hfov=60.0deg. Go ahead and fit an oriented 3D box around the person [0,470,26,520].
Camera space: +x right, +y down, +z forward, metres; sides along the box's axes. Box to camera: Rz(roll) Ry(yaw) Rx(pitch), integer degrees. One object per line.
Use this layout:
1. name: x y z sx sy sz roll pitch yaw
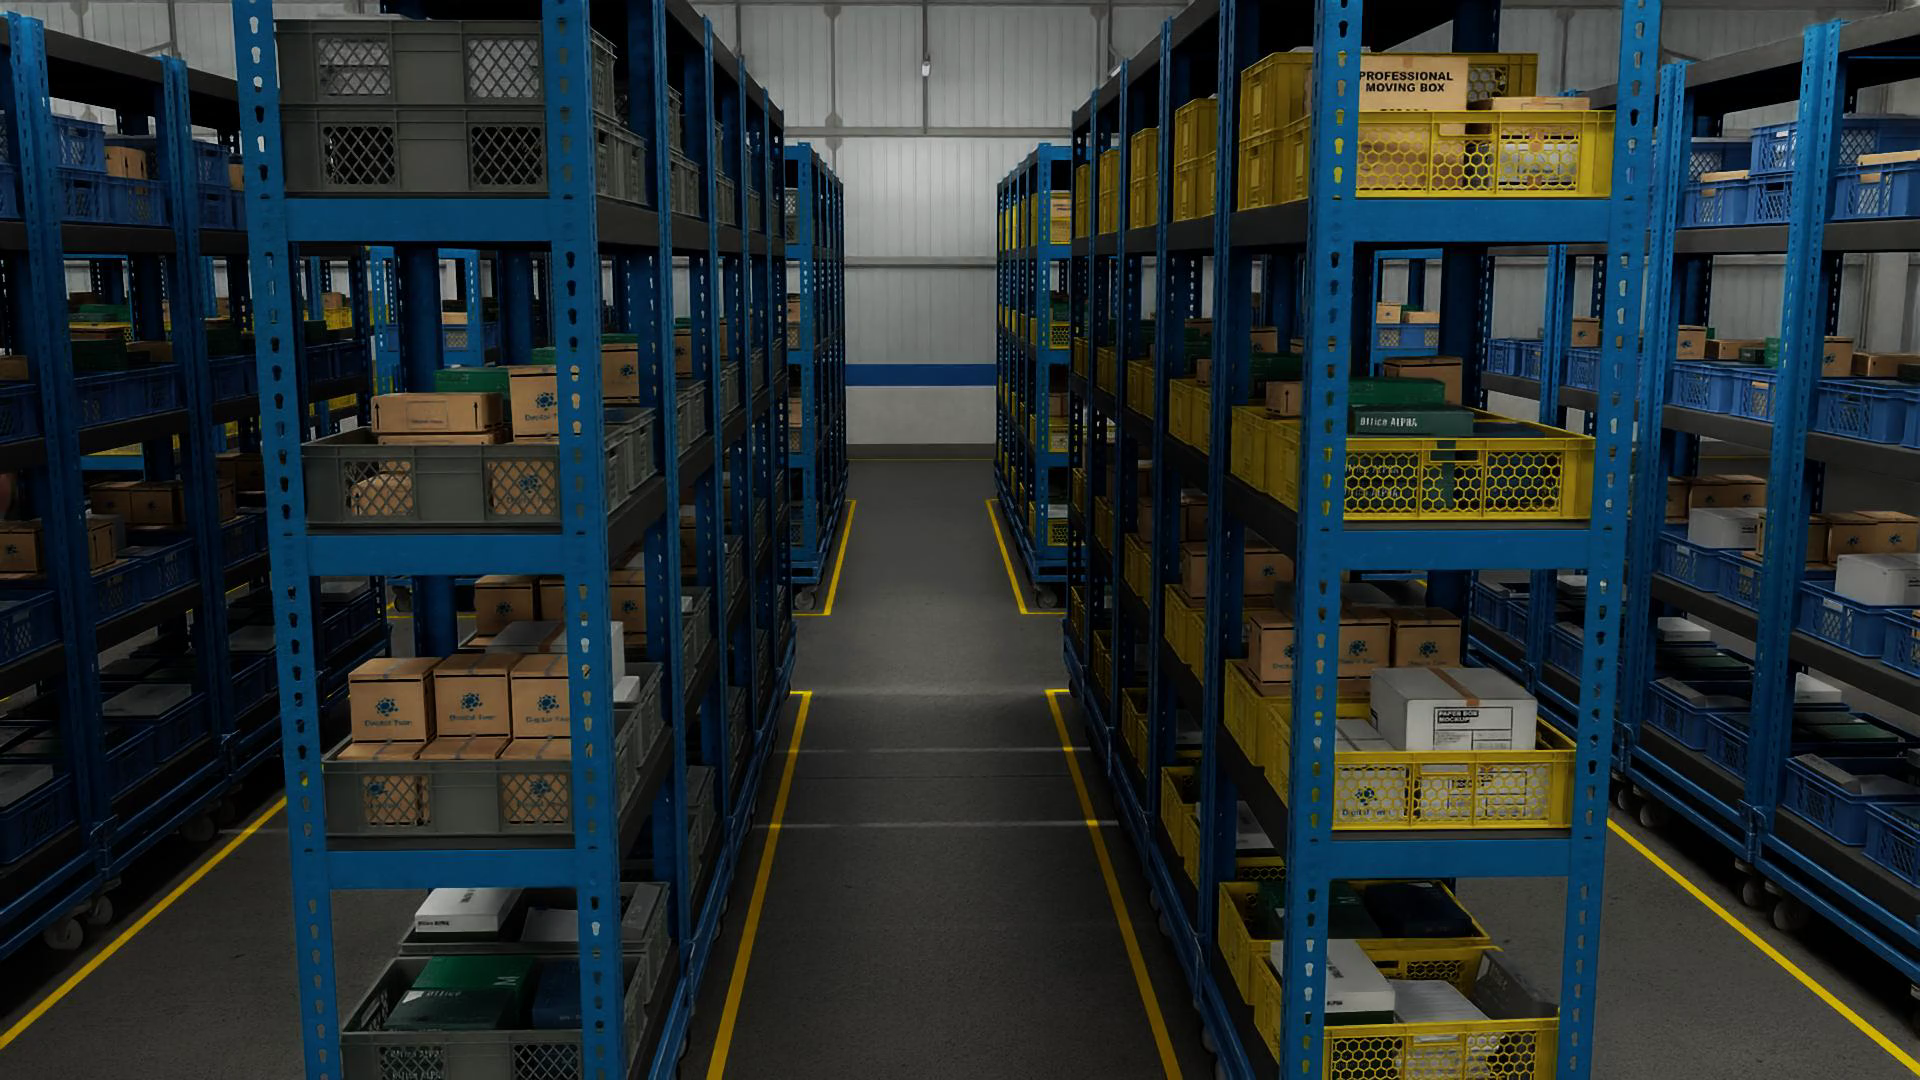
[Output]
1. person: -7.182 -0.279 12.307 1.123 1.924 0.633 1 9 4
